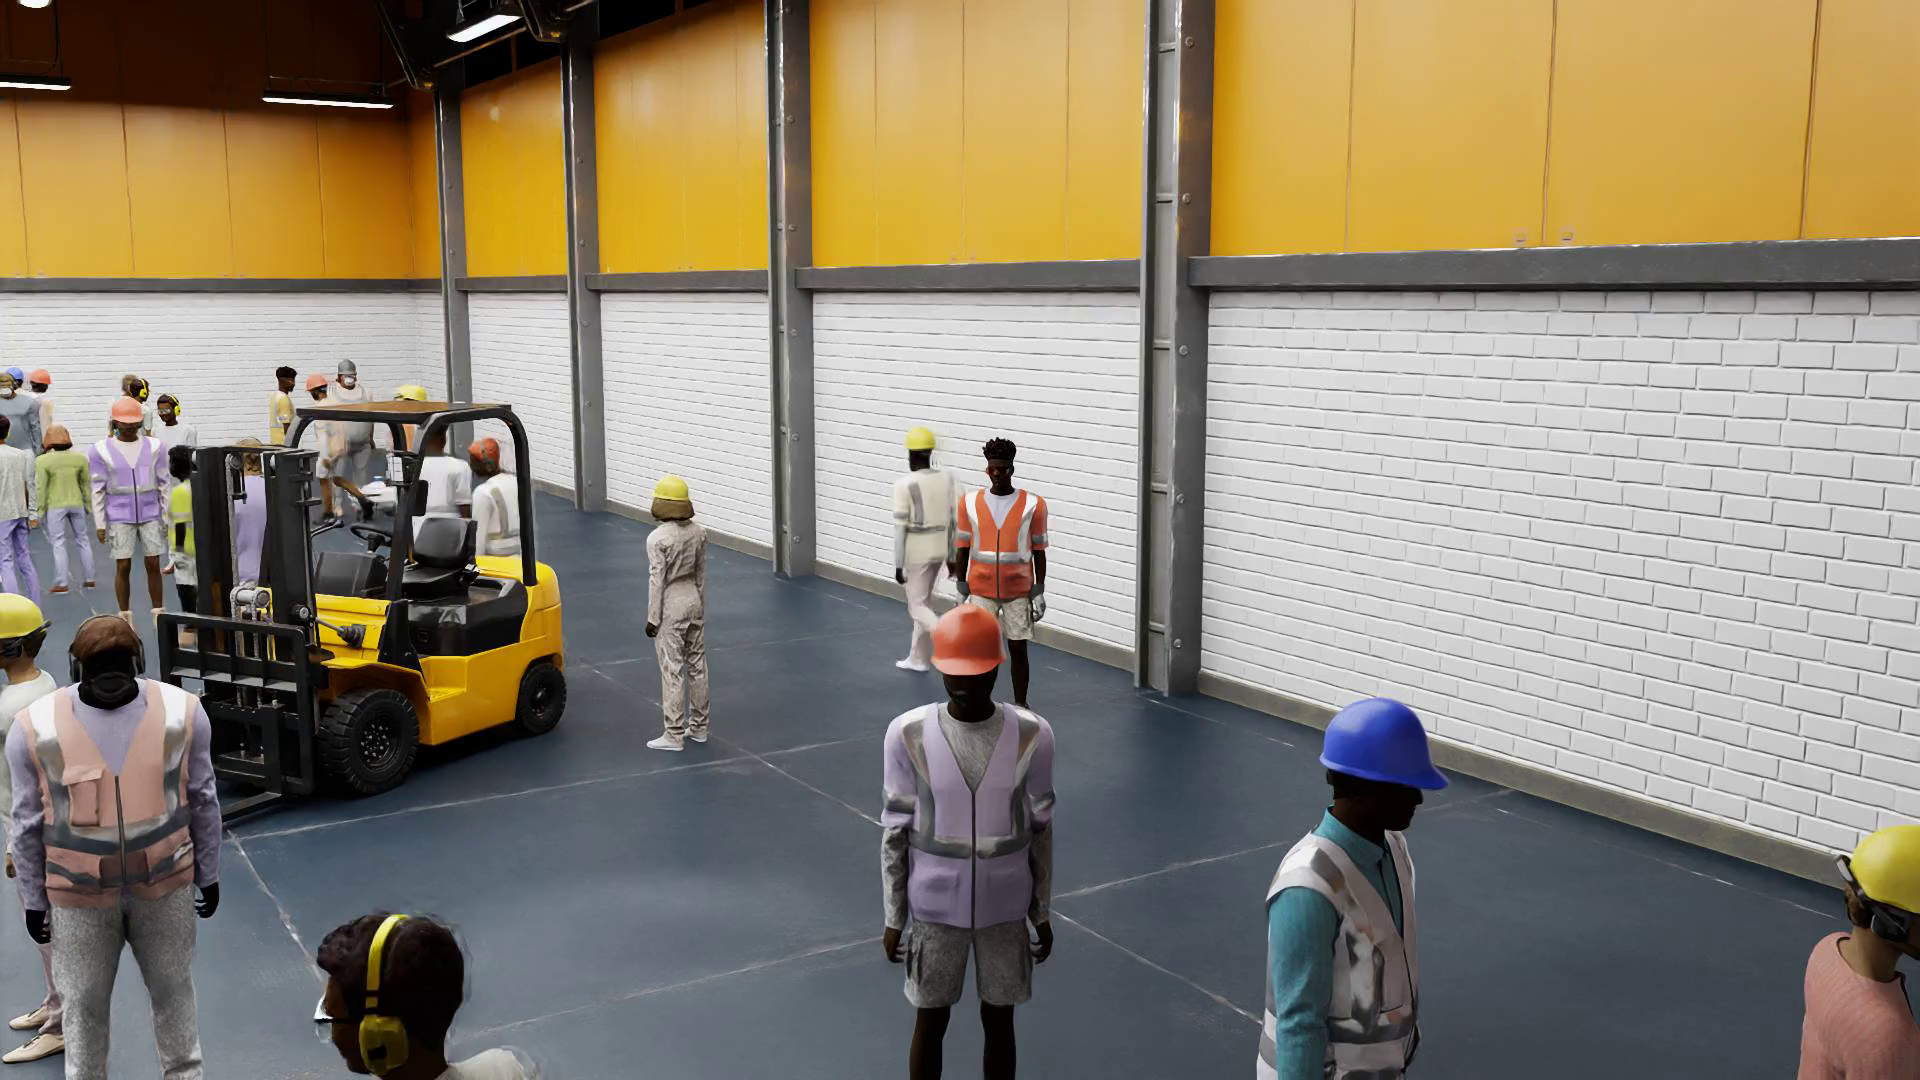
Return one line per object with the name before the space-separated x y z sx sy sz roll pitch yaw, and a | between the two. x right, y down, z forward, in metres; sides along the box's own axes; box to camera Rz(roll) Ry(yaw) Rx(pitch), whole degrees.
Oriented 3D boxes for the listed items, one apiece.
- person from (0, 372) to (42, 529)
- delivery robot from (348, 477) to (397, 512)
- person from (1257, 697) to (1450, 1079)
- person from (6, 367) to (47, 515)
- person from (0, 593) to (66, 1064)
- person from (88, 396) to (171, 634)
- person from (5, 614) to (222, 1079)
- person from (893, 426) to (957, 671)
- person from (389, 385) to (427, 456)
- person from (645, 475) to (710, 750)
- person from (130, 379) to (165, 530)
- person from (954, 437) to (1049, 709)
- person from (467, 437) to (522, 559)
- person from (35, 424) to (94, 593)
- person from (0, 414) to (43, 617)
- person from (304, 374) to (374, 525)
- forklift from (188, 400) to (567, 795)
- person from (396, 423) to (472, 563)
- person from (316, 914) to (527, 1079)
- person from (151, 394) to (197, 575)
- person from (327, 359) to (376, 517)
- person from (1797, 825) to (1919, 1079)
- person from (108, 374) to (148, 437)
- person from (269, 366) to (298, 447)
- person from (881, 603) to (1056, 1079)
person | -11.536 -1.077 20.265 0.636 1.928 0.383 -4 10 -27
delivery robot | -7.354 -0.560 21.048 0.707 0.478 0.477 -6 10 -37
person | 0.938 1.324 4.039 0.425 1.938 0.603 5 10 33
person | -12.098 -1.258 21.438 0.604 1.939 0.414 -6 10 -36
person | -3.527 1.073 6.293 0.312 1.769 0.525 -4 9 -24
person | -6.915 -0.188 13.926 0.609 2.032 0.410 -6 11 -37
person | -2.805 1.149 5.571 0.629 1.836 0.429 -5 10 -30
person | -0.222 0.102 12.412 0.589 1.905 0.794 -8 12 -44
person | -5.700 -0.661 17.462 0.585 1.921 0.373 4 9 25
person | -1.807 0.456 10.532 0.298 1.744 0.487 5 10 33
person | -9.882 -1.014 20.079 0.524 1.857 0.345 4 9 23
person | 0.262 0.311 10.753 0.613 1.965 0.361 1 9 8
person | -3.327 0.181 11.991 0.405 1.860 0.598 2 9 14
person | -8.632 -0.304 16.032 0.277 1.629 0.508 6 10 35
person | -8.217 -0.163 14.332 0.349 1.863 0.515 2 9 11
person | -7.682 -1.104 20.507 0.717 1.902 0.575 1 9 9
forklift | -3.529 0.258 10.348 1.214 2.155 2.313 4 9 25
person | -4.223 -0.065 13.442 0.622 1.909 0.998 -1 8 -6
person | -0.879 1.540 2.891 0.346 1.861 0.608 2 9 14
person | -8.019 -0.563 17.021 0.512 1.861 0.325 1 8 4
person | -7.879 -1.324 21.530 0.684 2.000 0.535 -7 11 -39
person | 1.990 1.470 3.672 0.339 1.756 0.532 2 9 15
person | -10.708 -1.213 21.494 0.345 1.832 0.543 7 11 38
person | -8.579 -1.232 21.178 0.376 1.959 0.600 -6 10 -34
person | 0.030 1.147 5.220 0.551 1.934 0.373 -1 8 -4
